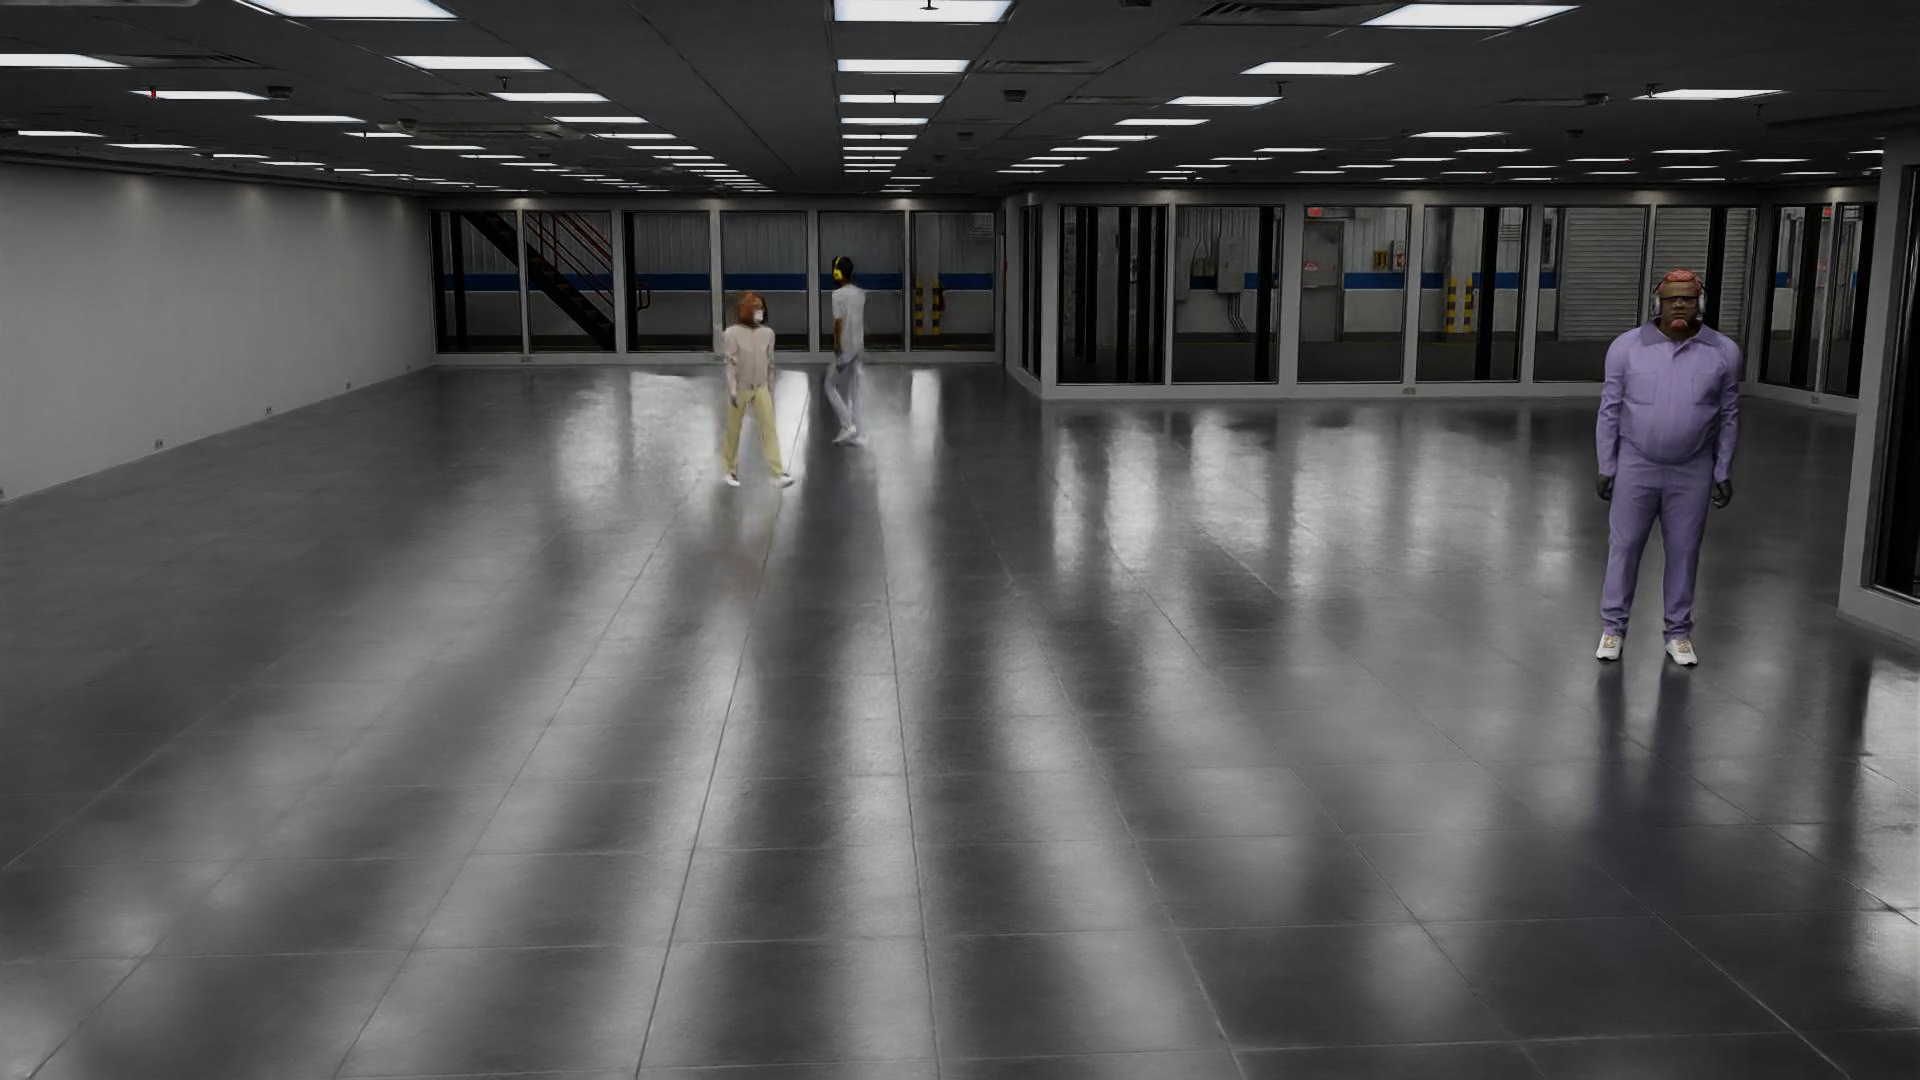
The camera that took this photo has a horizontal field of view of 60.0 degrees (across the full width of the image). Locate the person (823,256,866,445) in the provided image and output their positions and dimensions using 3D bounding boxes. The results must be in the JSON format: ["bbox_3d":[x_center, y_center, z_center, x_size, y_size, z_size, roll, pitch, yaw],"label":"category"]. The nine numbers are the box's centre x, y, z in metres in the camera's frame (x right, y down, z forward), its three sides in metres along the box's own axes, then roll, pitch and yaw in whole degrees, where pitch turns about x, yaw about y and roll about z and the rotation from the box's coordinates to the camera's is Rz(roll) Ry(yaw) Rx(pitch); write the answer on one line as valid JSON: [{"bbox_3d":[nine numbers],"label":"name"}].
[{"bbox_3d":[-1.106,-1.841,16.273,0.431,1.846,0.517,9,14,39],"label":"person"}]

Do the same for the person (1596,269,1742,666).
[{"bbox_3d":[3.405,-0.343,8.034,0.639,1.911,0.406,3,11,16],"label":"person"}]

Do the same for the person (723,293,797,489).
[{"bbox_3d":[-1.681,-1.189,13.463,0.517,1.588,0.865,-7,13,-35],"label":"person"}]
